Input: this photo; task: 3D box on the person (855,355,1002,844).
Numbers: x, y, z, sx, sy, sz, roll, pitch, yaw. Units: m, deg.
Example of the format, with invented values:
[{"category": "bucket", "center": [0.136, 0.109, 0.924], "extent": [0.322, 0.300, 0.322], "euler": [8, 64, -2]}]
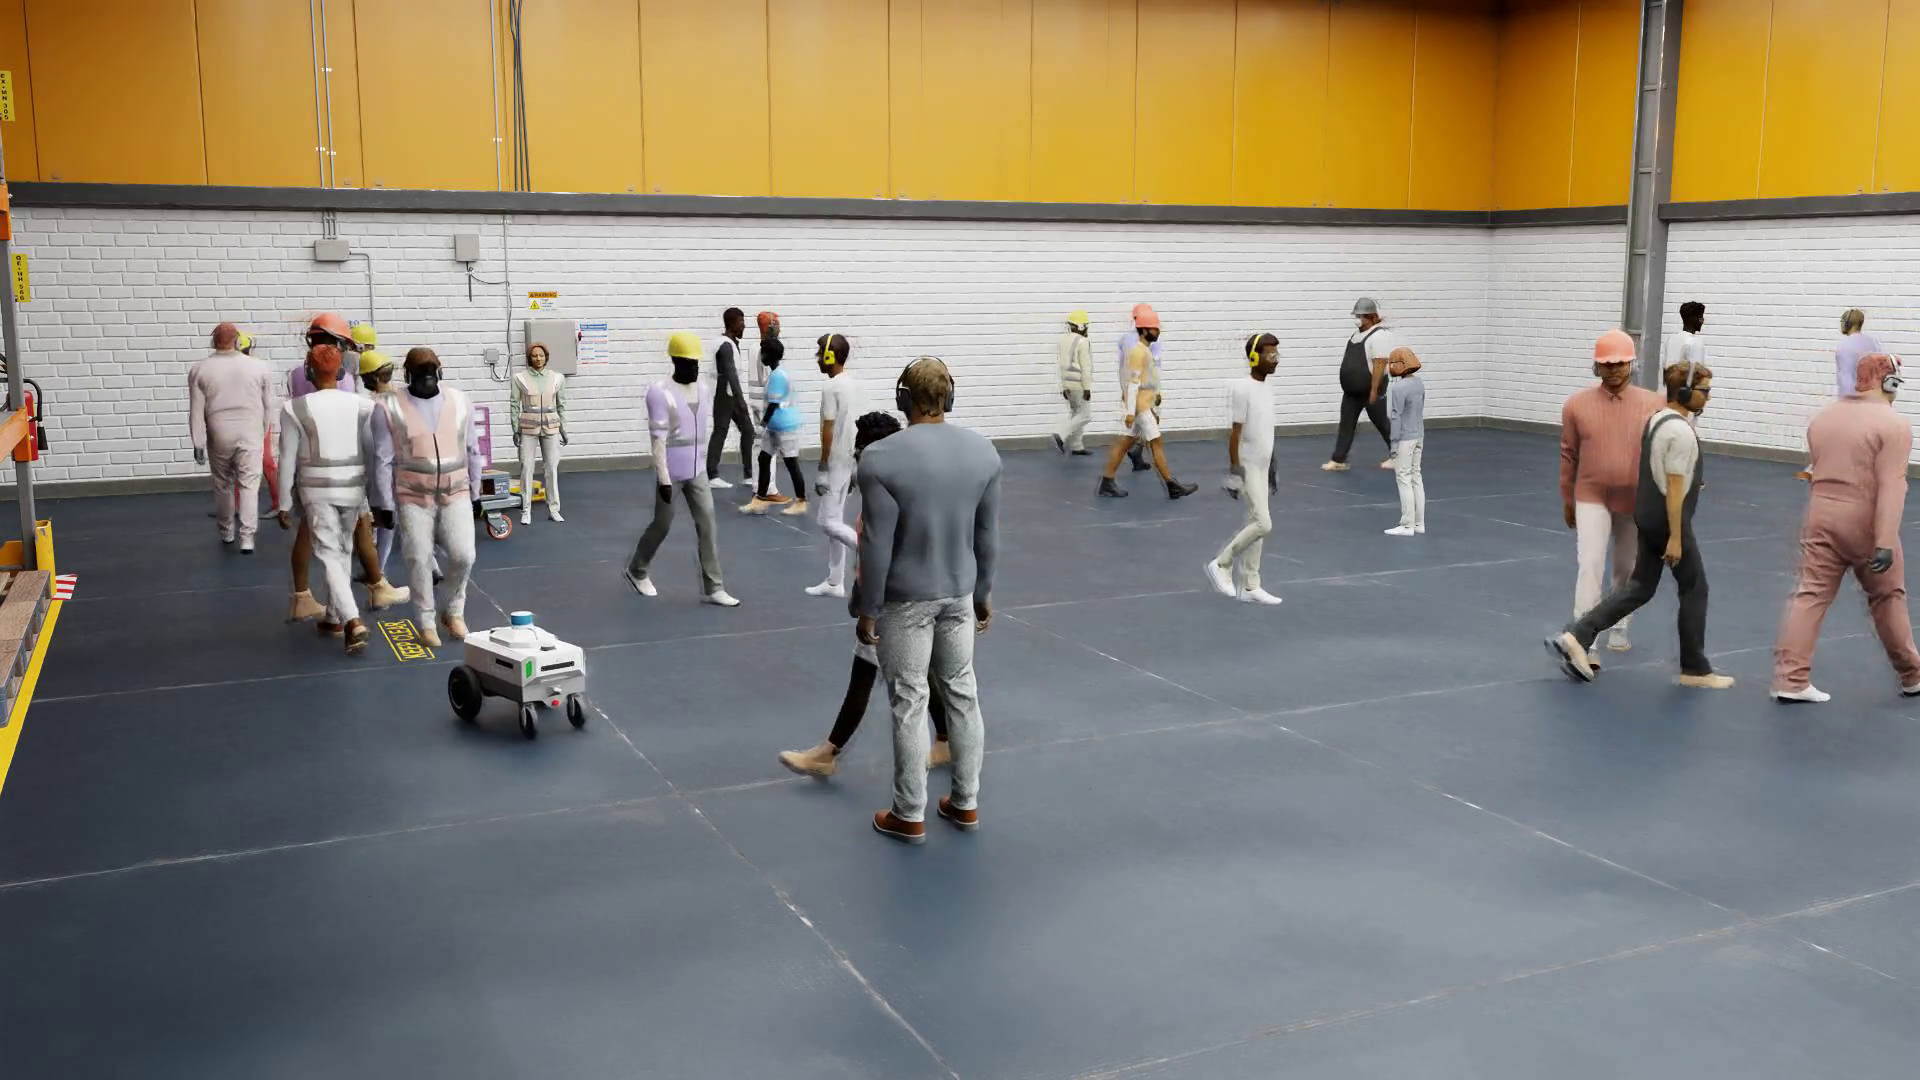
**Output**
[{"category": "person", "center": [-0.130, 0.237, 6.629], "extent": [0.637, 1.938, 0.357], "euler": [-6, 11, -31]}]

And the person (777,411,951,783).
[{"category": "person", "center": [-0.375, 0.257, 7.393], "extent": [0.875, 1.643, 0.548], "euler": [-1, 9, -8]}]

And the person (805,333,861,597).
[{"category": "person", "center": [-0.784, -0.501, 11.489], "extent": [0.583, 1.848, 0.538], "euler": [3, 10, 17]}]

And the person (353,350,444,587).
[{"category": "person", "center": [-4.033, -0.497, 11.857], "extent": [0.895, 1.717, 0.538], "euler": [4, 10, 22]}]

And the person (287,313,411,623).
[{"category": "person", "center": [-4.077, -0.486, 10.948], "extent": [0.610, 1.990, 0.919], "euler": [5, 10, 27]}]

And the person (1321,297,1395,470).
[{"category": "person", "center": [4.687, -1.806, 18.991], "extent": [1.019, 2.000, 0.683], "euler": [-3, 10, -19]}]

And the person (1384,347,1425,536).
[{"category": "person", "center": [3.842, -0.846, 14.344], "extent": [0.309, 1.624, 0.497], "euler": [8, 12, 41]}]

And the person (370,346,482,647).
[{"category": "person", "center": [-3.199, -0.254, 10.032], "extent": [0.654, 1.823, 0.449], "euler": [-5, 11, -30]}]

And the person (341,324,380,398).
[{"category": "person", "center": [-5.873, -1.196, 16.063], "extent": [0.626, 1.781, 0.888], "euler": [8, 12, 41]}]

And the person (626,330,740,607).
[{"category": "person", "center": [-1.956, -0.499, 11.389], "extent": [0.960, 1.886, 0.583], "euler": [7, 12, 37]}]

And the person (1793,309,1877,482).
[{"category": "person", "center": [9.490, -1.504, 17.633], "extent": [0.650, 1.887, 1.032], "euler": [-6, 11, -32]}]

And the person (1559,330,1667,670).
[{"category": "person", "center": [3.786, -0.241, 9.640], "extent": [0.606, 1.941, 1.058], "euler": [3, 10, 18]}]

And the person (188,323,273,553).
[{"category": "person", "center": [-5.926, -0.836, 13.572], "extent": [0.628, 1.850, 0.977], "euler": [-4, 10, -21]}]

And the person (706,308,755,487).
[{"category": "person", "center": [-2.321, -1.478, 17.453], "extent": [0.852, 1.886, 0.596], "euler": [1, 9, 4]}]

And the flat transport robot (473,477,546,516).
[{"category": "flat transport robot", "center": [-4.517, -0.421, 15.871], "extent": [0.652, 0.197, 1.431], "euler": [3, 10, 18]}]

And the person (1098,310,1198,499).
[{"category": "person", "center": [1.856, -1.341, 16.575], "extent": [1.017, 1.883, 0.563], "euler": [2, 9, 9]}]

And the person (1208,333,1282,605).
[{"category": "person", "center": [1.998, -0.479, 11.321], "extent": [0.438, 1.856, 0.550], "euler": [6, 11, 34]}]

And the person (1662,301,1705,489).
[{"category": "person", "center": [7.585, -1.517, 17.425], "extent": [0.374, 1.966, 0.608], "euler": [-1, 9, -8]}]

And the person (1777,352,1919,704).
[{"category": "person", "center": [4.768, -0.054, 8.722], "extent": [1.017, 1.841, 0.666], "euler": [-3, 10, -17]}]

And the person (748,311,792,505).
[{"category": "person", "center": [-1.881, -1.288, 16.266], "extent": [0.341, 1.880, 0.587], "euler": [-5, 10, -27]}]

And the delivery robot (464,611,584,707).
[{"category": "delivery robot", "center": [-2.193, 0.603, 8.350], "extent": [0.477, 0.478, 0.707], "euler": [-8, 12, -42]}]

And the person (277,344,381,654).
[{"category": "person", "center": [-3.763, -0.258, 10.013], "extent": [0.597, 1.849, 0.969], "euler": [-8, 12, -39]}]

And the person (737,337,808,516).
[{"category": "person", "center": [-1.763, -1.035, 15.353], "extent": [0.751, 1.658, 0.530], "euler": [-2, 9, -13]}]

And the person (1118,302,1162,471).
[{"category": "person", "center": [2.042, -1.726, 18.850], "extent": [0.568, 1.924, 0.453], "euler": [7, 11, 35]}]

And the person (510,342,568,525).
[{"category": "person", "center": [-3.793, -0.964, 14.998], "extent": [0.512, 1.642, 0.312], "euler": [-4, 10, -26]}]

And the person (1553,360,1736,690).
[{"category": "person", "center": [3.751, -0.076, 9.019], "extent": [0.901, 1.808, 0.513], "euler": [1, 9, 4]}]

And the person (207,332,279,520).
[{"category": "person", "center": [-6.540, -1.023, 15.112], "extent": [0.752, 1.726, 0.523], "euler": [-6, 11, -34]}]

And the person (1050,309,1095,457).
[{"category": "person", "center": [1.376, -1.889, 20.191], "extent": [0.541, 1.814, 0.607], "euler": [-4, 10, -21]}]
